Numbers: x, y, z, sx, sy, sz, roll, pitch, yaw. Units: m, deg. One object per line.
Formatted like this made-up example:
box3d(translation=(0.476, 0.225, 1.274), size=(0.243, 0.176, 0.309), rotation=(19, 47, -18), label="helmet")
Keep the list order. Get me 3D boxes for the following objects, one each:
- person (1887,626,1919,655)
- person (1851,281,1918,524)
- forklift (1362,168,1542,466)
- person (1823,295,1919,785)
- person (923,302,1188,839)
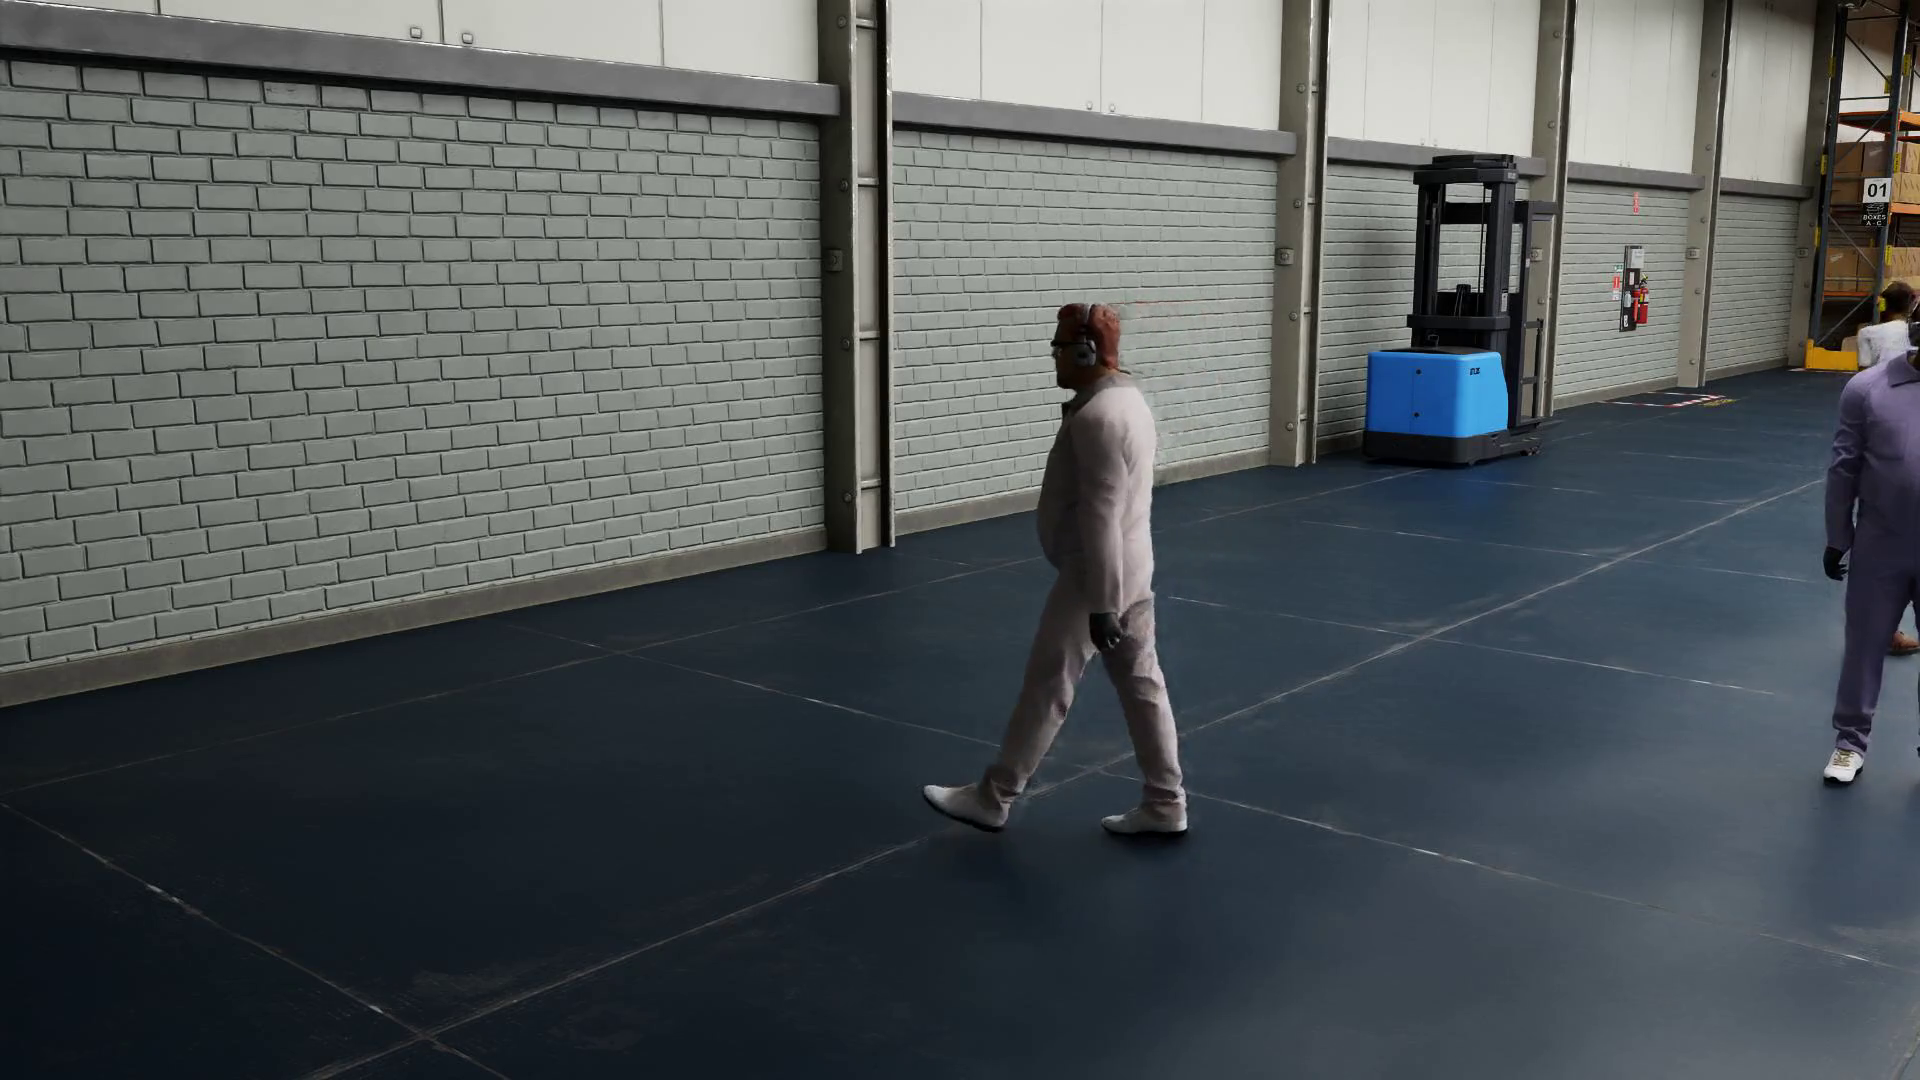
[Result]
box3d(translation=(4.950, -0.313, 8.155), size=(0.652, 1.890, 0.986), rotation=(-6, 11, -30), label="person")
box3d(translation=(6.446, -0.884, 11.610), size=(0.561, 1.818, 0.959), rotation=(2, 10, 10), label="person")
box3d(translation=(4.875, -2.212, 16.287), size=(1.129, 2.768, 1.873), rotation=(8, 13, 40), label="forklift")
box3d(translation=(3.624, 0.006, 6.293), size=(0.651, 1.911, 0.408), rotation=(5, 11, 26), label="person")
box3d(translation=(0.360, 0.125, 5.747), size=(0.976, 1.861, 0.657), rotation=(3, 10, 17), label="person")
